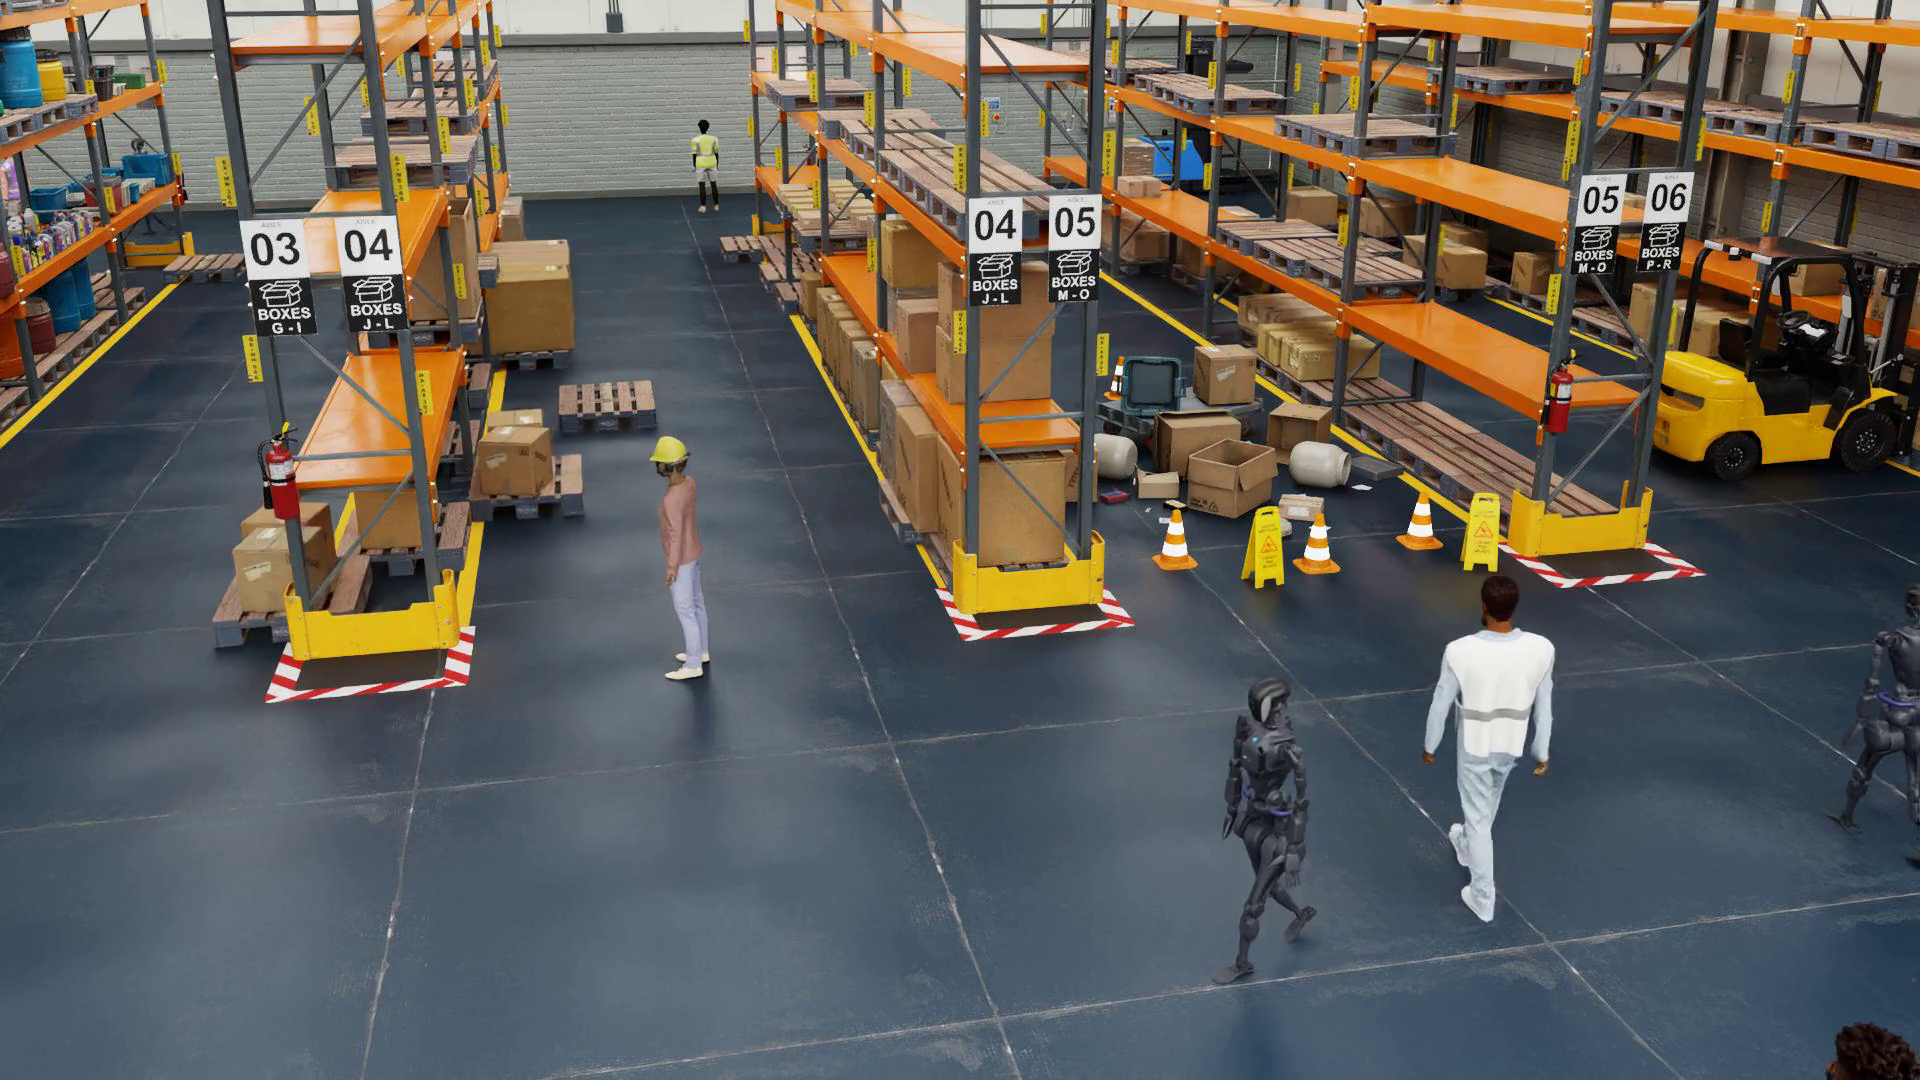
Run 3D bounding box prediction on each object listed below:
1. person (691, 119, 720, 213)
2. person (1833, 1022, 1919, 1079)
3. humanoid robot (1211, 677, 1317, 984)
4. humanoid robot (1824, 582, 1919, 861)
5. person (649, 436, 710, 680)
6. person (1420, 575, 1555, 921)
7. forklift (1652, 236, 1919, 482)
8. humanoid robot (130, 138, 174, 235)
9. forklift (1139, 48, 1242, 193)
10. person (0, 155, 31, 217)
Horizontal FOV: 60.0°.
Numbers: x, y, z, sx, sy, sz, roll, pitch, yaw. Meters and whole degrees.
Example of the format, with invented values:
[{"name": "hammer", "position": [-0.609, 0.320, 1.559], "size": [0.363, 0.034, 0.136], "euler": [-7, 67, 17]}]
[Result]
[{"name": "person", "position": [-4.702, -6.917, 30.774], "size": [0.539, 1.694, 0.317], "euler": [-10, 22, -24]}, {"name": "person", "position": [2.792, 2.424, 5.300], "size": [0.608, 1.919, 0.970], "euler": [-8, 22, -21]}, {"name": "humanoid robot", "position": [1.600, 1.426, 8.415], "size": [0.768, 1.632, 0.603], "euler": [-12, 23, -29]}, {"name": "humanoid robot", "position": [5.395, 1.032, 9.476], "size": [0.611, 1.635, 0.767], "euler": [-3, 21, -8]}, {"name": "person", "position": [-1.984, 0.125, 11.716], "size": [0.324, 1.766, 0.532], "euler": [2, 20, 6]}, {"name": "person", "position": [2.811, 1.048, 9.051], "size": [0.620, 1.882, 0.912], "euler": [-2, 21, -6]}, {"name": "forklift", "position": [8.013, -1.814, 16.330], "size": [2.313, 2.155, 1.214], "euler": [-4, 21, -12]}, {"name": "humanoid robot", "position": [-13.880, -6.049, 28.494], "size": [0.593, 1.656, 0.444], "euler": [15, 25, 35]}, {"name": "forklift", "position": [4.566, -8.313, 32.860], "size": [1.873, 2.768, 1.129], "euler": [-4, 21, -12]}, {"name": "person", "position": [-15.369, -5.563, 27.148], "size": [0.351, 1.688, 0.489], "euler": [11, 23, 26]}]
